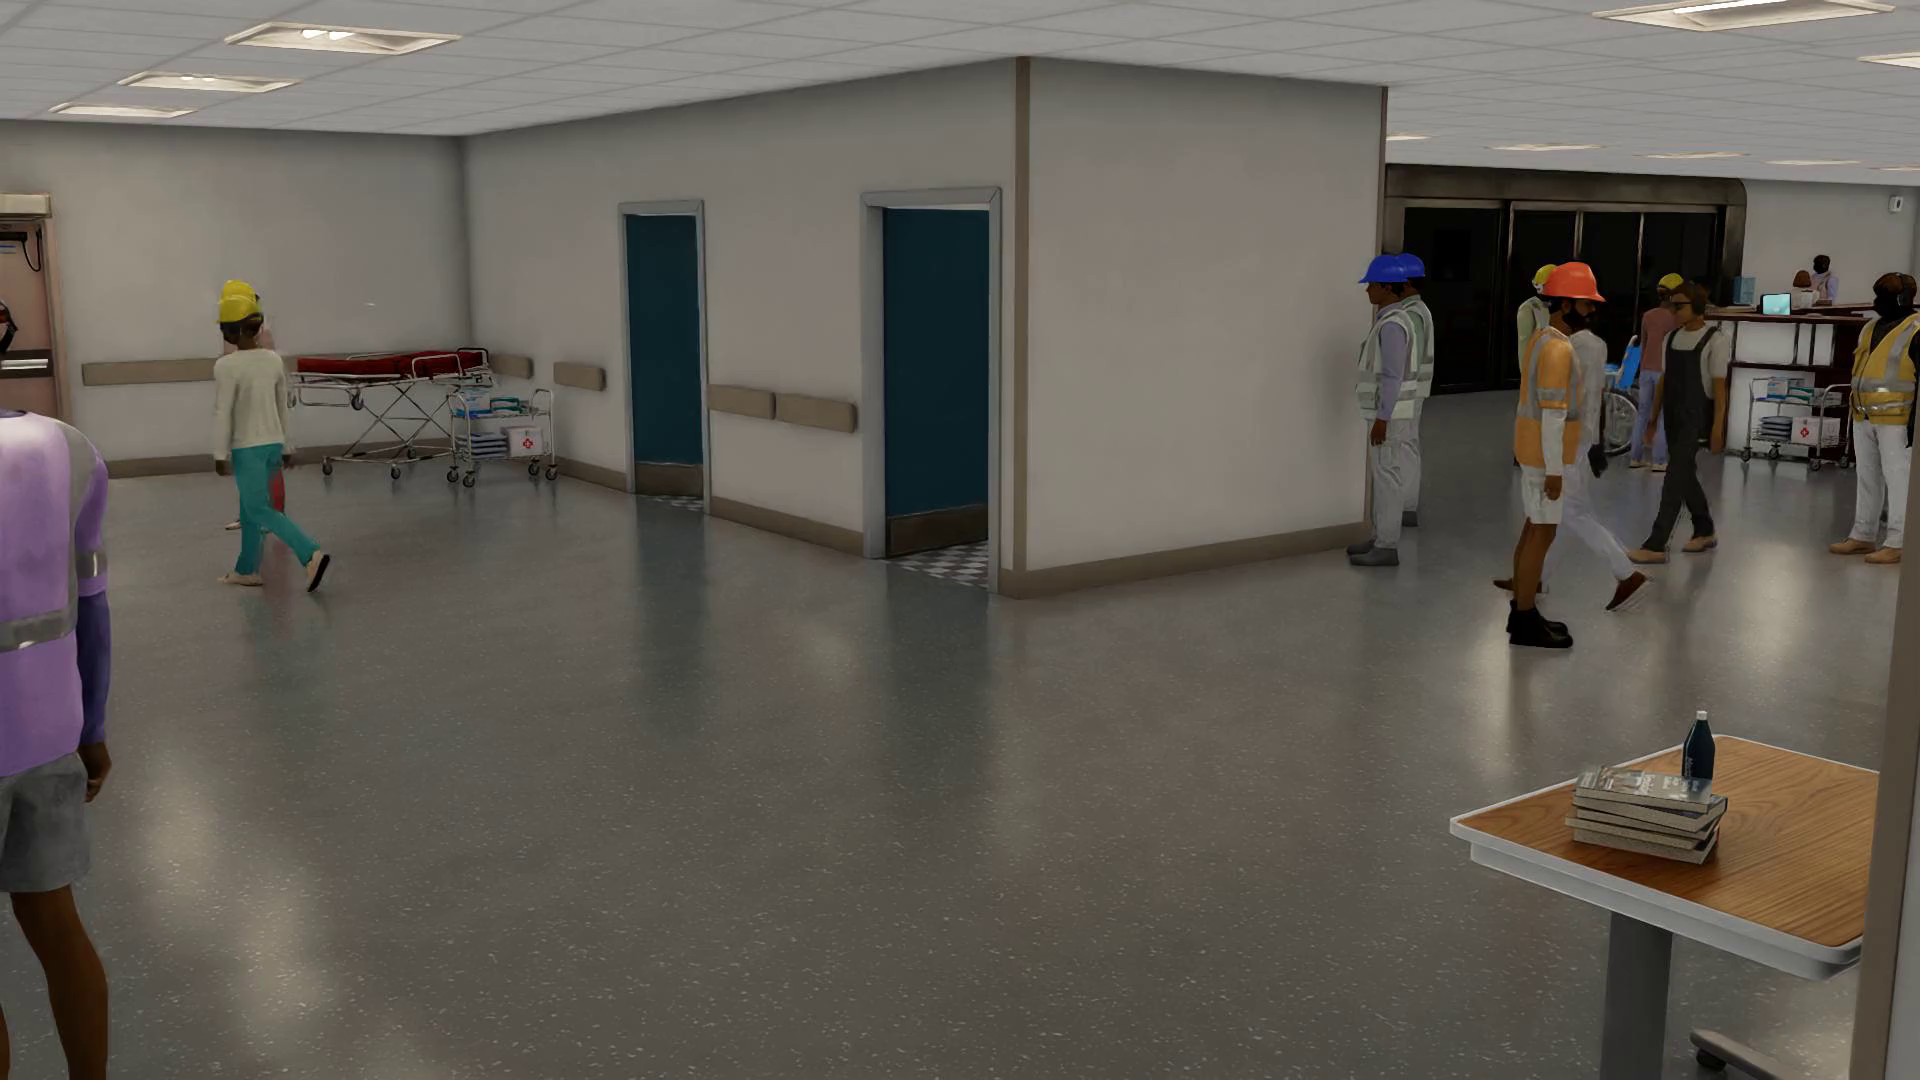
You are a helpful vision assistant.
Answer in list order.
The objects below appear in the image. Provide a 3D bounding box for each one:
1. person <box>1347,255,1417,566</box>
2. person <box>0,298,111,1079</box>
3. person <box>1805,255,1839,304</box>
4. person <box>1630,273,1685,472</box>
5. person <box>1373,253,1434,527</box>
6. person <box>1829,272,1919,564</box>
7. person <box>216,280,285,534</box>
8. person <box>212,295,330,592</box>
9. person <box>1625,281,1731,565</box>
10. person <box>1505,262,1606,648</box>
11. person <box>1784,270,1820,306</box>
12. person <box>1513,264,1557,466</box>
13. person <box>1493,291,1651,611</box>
[{"bbox_3d":[2.667,-0.807,10.464,0.384,1.949,0.604,2,10,11],"label":"person"},{"bbox_3d":[-2.027,0.412,3.430,0.409,2.029,0.611,3,11,16],"label":"person"},{"bbox_3d":[13.588,-3.592,26.368,0.429,1.844,0.626,-2,10,-8],"label":"person"},{"bbox_3d":[6.264,-1.487,14.822,0.349,1.758,0.521,-4,11,-19],"label":"person"},{"bbox_3d":[3.188,-1.069,11.927,0.388,1.947,0.615,3,10,15],"label":"person"},{"bbox_3d":[5.875,-0.771,10.564,0.429,1.841,0.634,-2,10,-9],"label":"person"},{"bbox_3d":[-4.979,-0.925,11.633,0.533,1.767,0.321,7,12,32],"label":"person"},{"bbox_3d":[-4.031,-0.551,9.634,0.814,1.734,0.533,3,11,16],"label":"person"},{"bbox_3d":[4.636,-0.755,10.647,0.929,1.786,0.533,-3,11,-18],"label":"person"},{"bbox_3d":[2.995,-0.423,8.378,0.391,1.928,0.547,2,10,14],"label":"person"},{"bbox_3d":[12.164,-3.087,24.112,0.497,1.636,0.285,6,12,31],"label":"person"},{"bbox_3d":[5.262,-1.568,15.050,0.600,1.829,0.404,-9,13,-40],"label":"person"},{"bbox_3d":[3.460,-0.538,9.286,0.914,1.836,0.519,9,14,41],"label":"person"}]
